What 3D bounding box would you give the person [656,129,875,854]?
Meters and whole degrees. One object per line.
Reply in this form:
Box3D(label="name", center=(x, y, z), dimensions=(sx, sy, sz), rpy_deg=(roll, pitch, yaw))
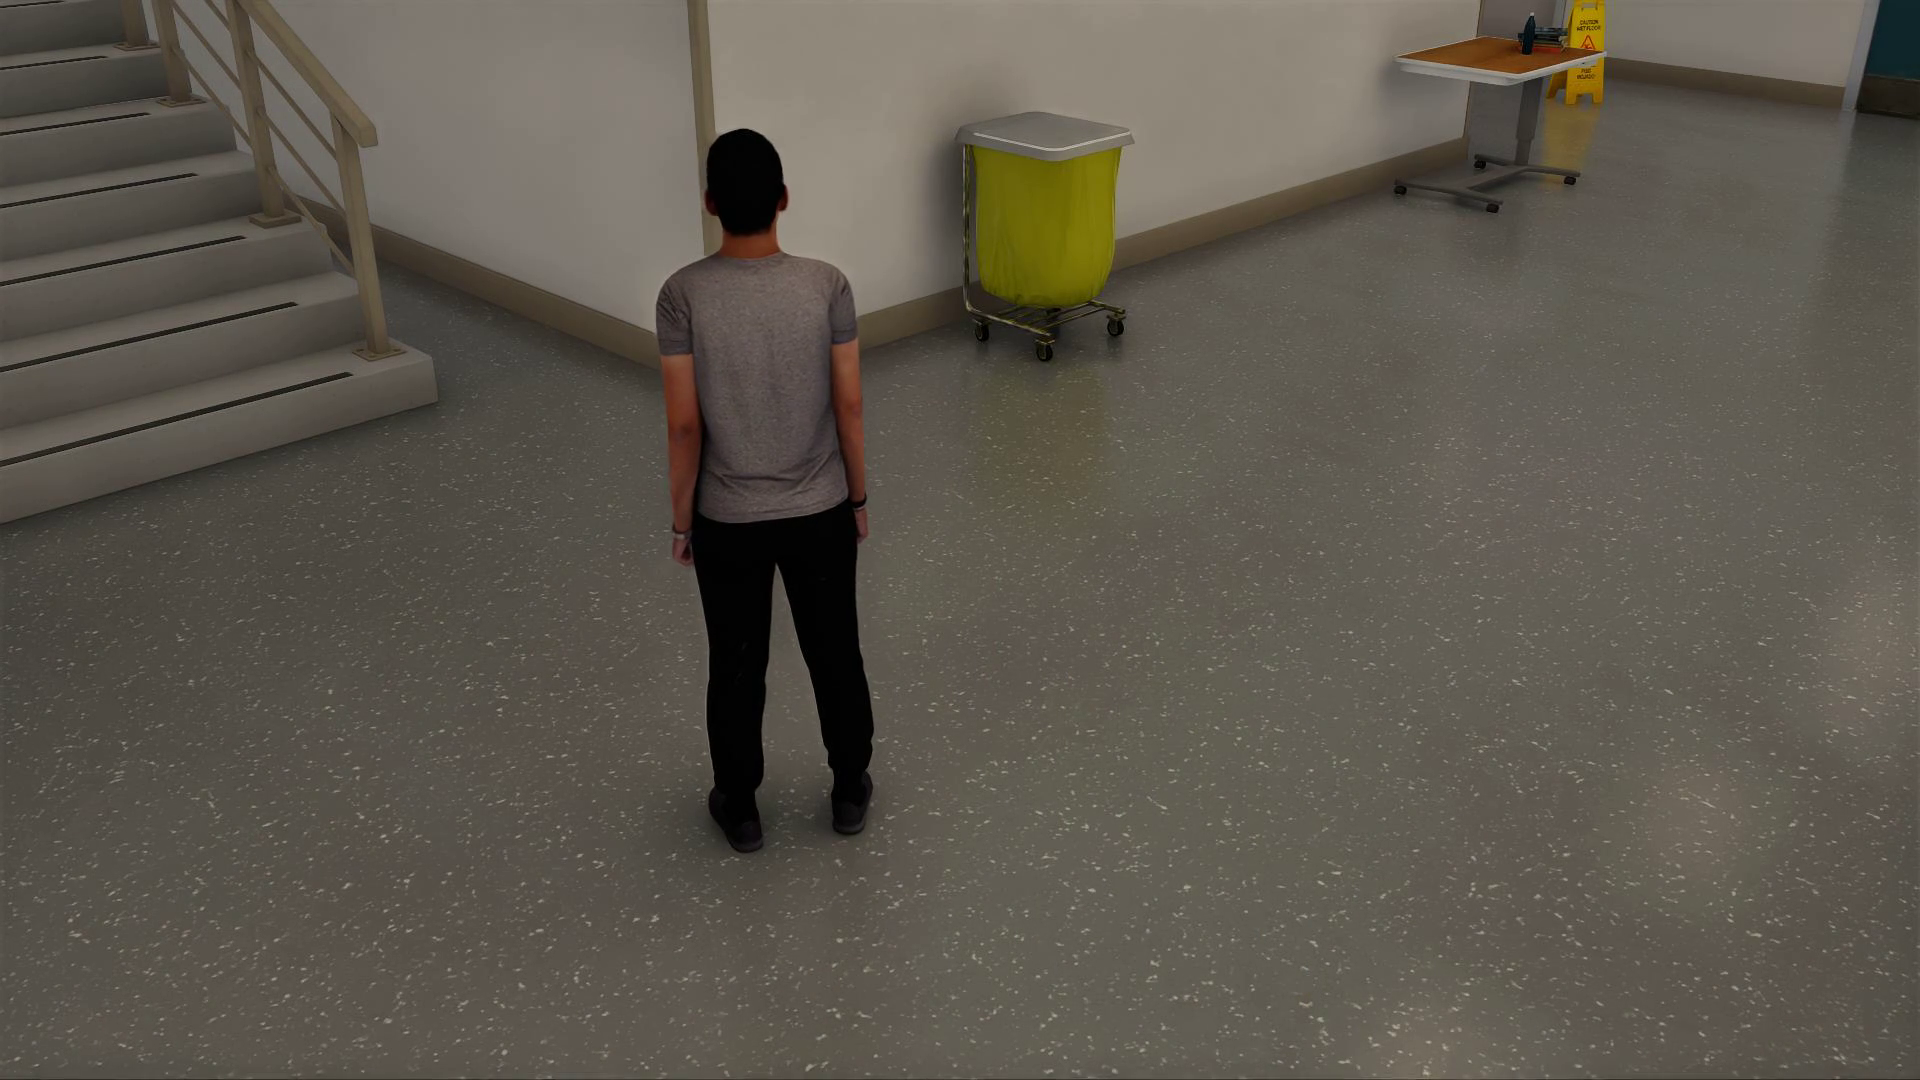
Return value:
Box3D(label="person", center=(-0.437, -0.074, 3.871), dimensions=(0.709, 1.754, 0.722), rpy_deg=(-6, 26, -12))
